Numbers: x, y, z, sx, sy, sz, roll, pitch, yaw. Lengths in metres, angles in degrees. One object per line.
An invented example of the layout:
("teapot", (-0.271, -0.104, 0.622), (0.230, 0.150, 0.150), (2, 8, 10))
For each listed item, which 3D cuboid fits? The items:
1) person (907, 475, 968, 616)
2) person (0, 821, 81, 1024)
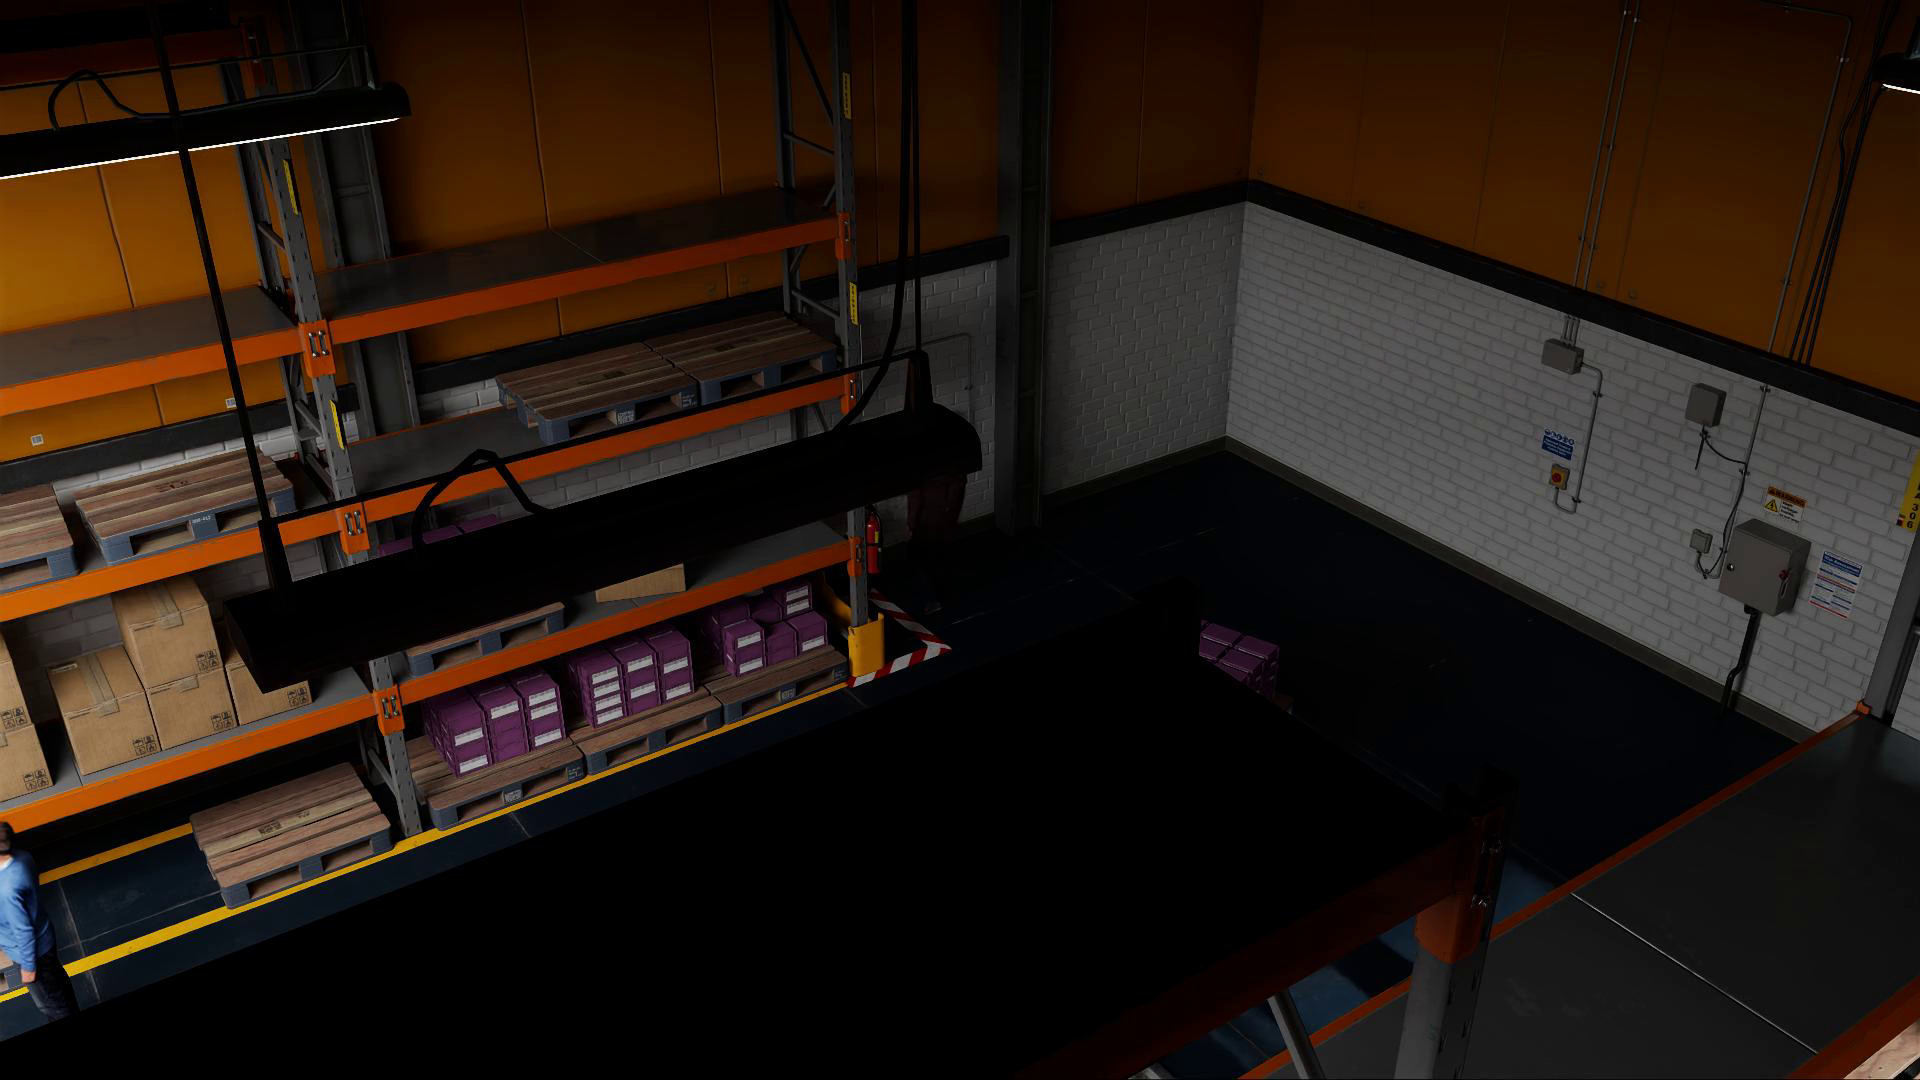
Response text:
("person", (-0.236, -0.146, 14.987), (0.794, 1.832, 0.892), (-14, 32, -24))
("person", (-5.718, 2.454, 10.233), (0.611, 1.820, 0.685), (-13, 31, -23))
